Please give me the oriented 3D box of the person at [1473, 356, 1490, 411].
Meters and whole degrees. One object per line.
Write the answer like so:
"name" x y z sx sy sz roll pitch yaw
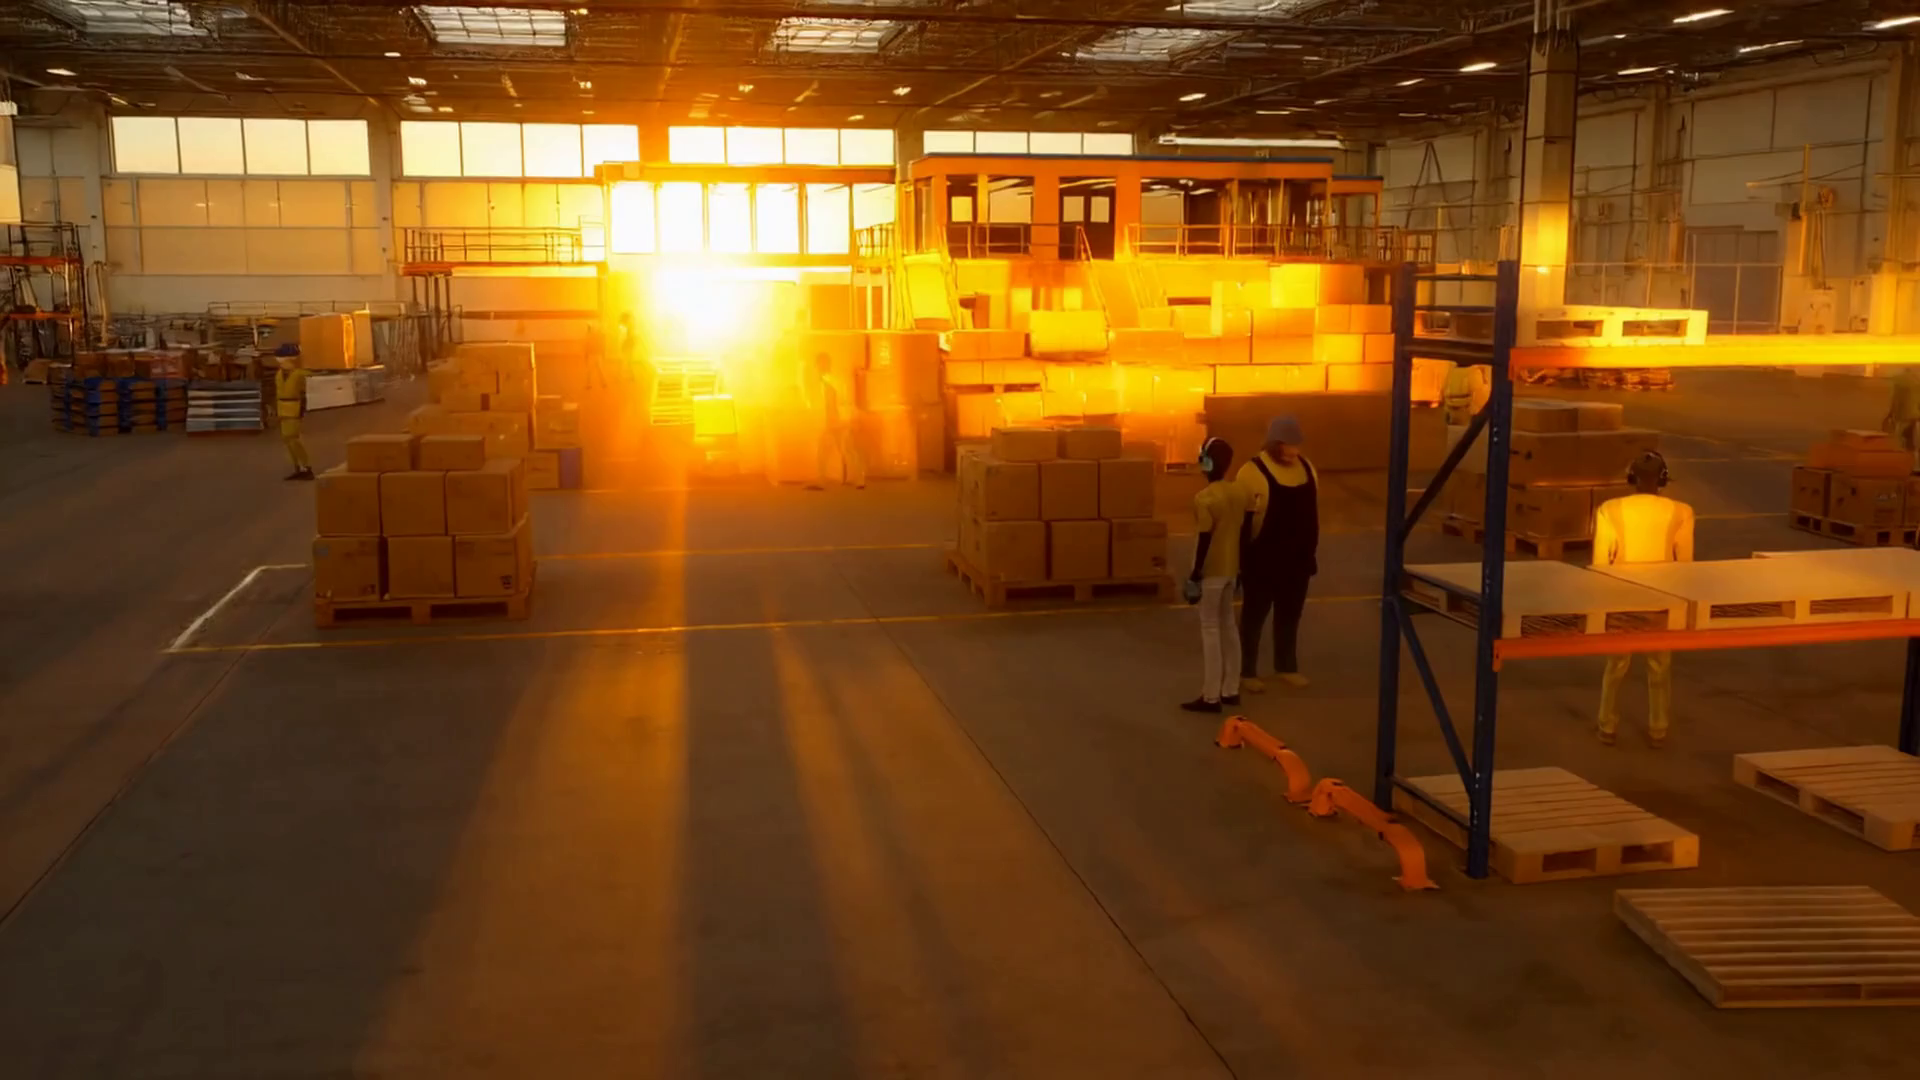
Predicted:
"person" 10.027 -3.123 32.213 0.525 1.708 0.826 5 11 29

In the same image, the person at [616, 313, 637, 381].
"person" -8.805 -5.094 44.002 0.522 1.797 1.008 -7 12 -37

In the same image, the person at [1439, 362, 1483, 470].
"person" 7.350 -1.906 24.408 0.429 1.843 0.627 -4 10 -25

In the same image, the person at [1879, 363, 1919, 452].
"person" 13.030 -1.725 23.029 0.625 1.923 0.504 -6 11 -31

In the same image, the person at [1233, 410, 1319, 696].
"person" 2.250 0.082 11.679 0.700 2.000 0.535 -5 11 -28

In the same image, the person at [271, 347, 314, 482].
"person" -9.349 -1.758 23.391 0.682 1.900 0.368 5 11 30

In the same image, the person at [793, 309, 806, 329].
"person" -4.036 -4.875 42.115 0.363 1.965 0.610 -4 10 -21

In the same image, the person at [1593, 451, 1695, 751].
"person" 4.240 0.380 10.379 0.574 1.876 0.356 3 10 17

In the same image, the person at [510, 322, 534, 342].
"person" -9.189 -3.646 34.933 0.536 1.866 0.314 -4 10 -24

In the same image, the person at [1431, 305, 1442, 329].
"person" 13.774 -5.918 48.653 0.948 1.897 0.620 8 12 39

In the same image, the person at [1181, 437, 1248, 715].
"person" 1.717 0.242 11.217 0.517 1.874 0.328 -8 12 -41

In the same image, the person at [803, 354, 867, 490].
"person" -1.652 -1.580 22.424 0.855 1.857 0.610 2 9 11

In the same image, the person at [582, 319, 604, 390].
"person" -9.007 -4.565 40.877 0.522 1.747 0.694 0 9 3
